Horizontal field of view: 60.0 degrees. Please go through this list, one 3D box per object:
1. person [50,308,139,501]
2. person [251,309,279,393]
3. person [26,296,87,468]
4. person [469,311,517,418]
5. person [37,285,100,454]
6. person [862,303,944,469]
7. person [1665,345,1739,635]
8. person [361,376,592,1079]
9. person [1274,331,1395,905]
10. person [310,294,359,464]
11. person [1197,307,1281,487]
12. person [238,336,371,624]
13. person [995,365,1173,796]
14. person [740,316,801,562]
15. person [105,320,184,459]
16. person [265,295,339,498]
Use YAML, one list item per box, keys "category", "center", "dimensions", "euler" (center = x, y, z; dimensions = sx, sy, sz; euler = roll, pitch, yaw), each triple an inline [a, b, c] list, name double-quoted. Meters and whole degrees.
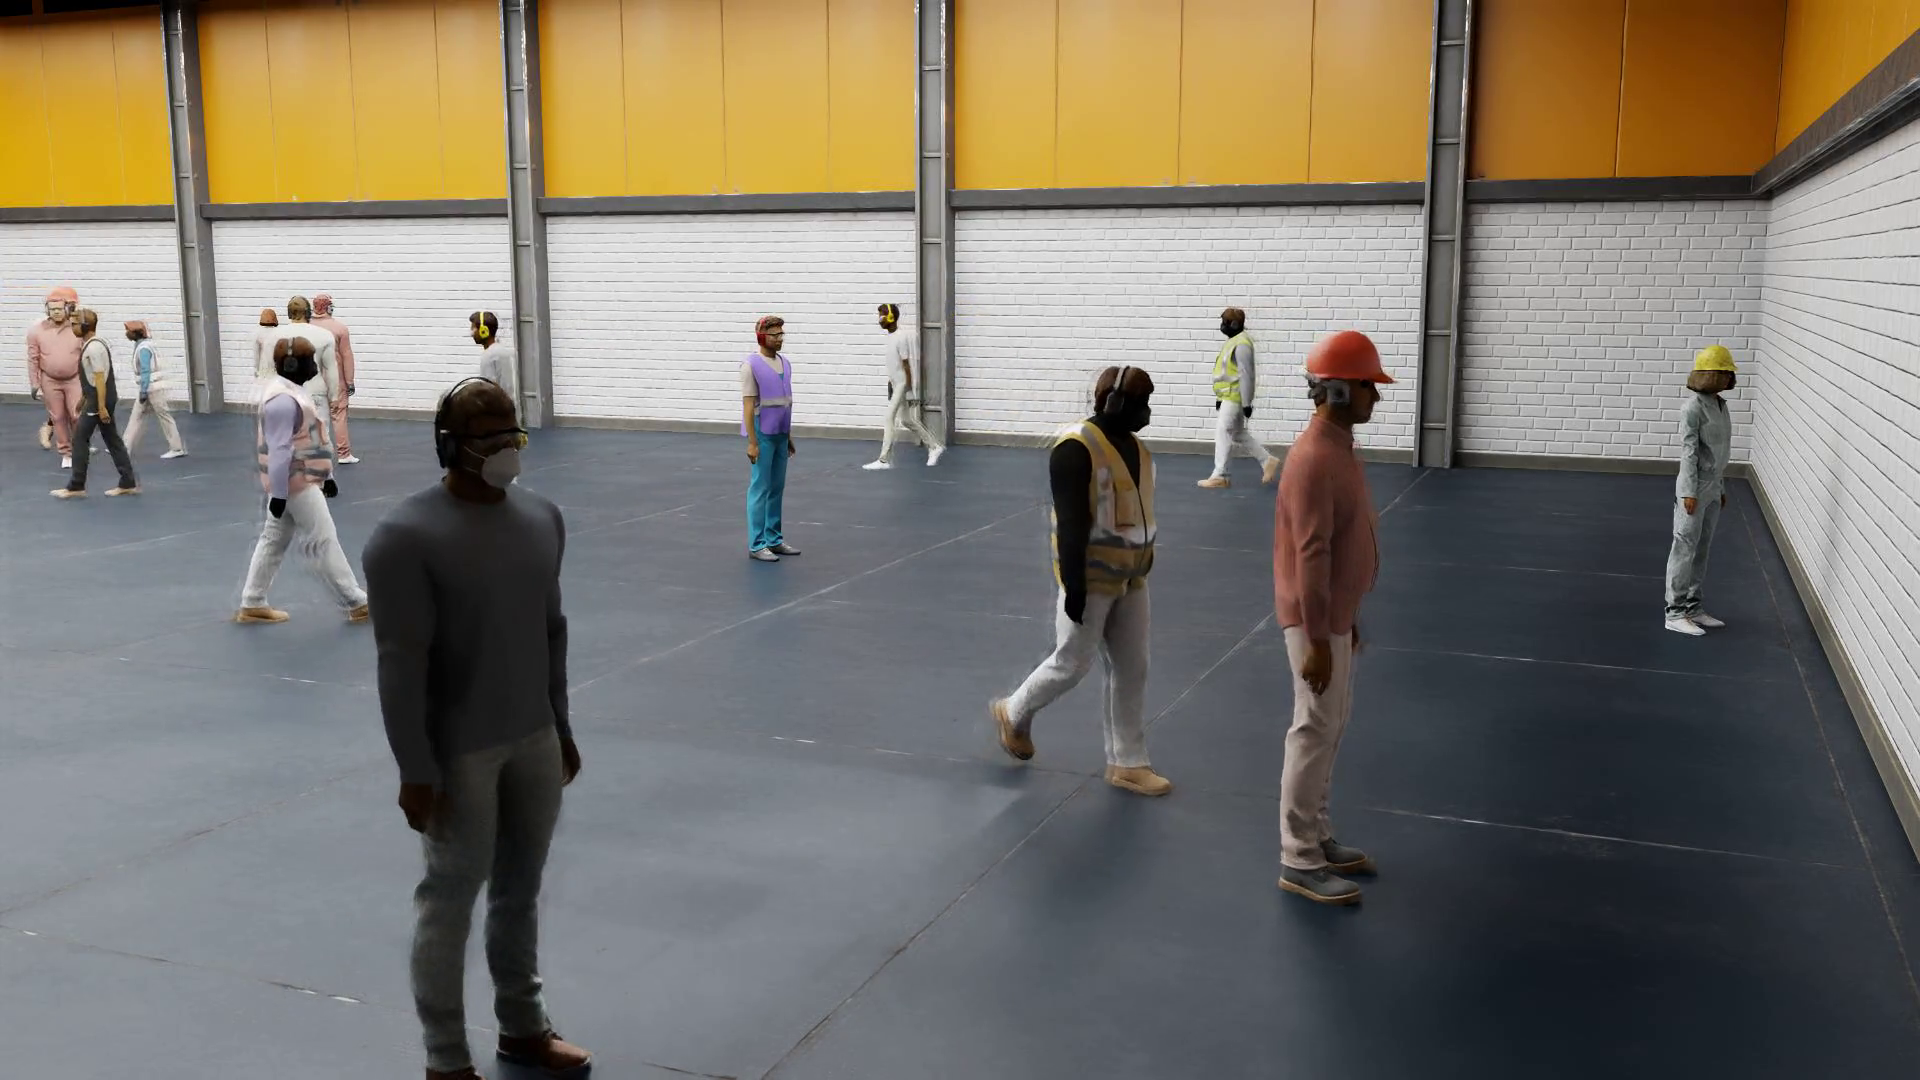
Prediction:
- category: "person"
  center: [-8.305, -1.279, 15.791]
  dimensions: [0.853, 1.813, 0.534]
  euler: [-3, 10, -19]
- category: "person"
  center: [-9.436, -2.352, 22.824]
  dimensions: [0.499, 1.634, 0.279]
  euler: [-3, 10, -20]
- category: "person"
  center: [-9.825, -1.719, 18.200]
  dimensions: [0.659, 1.887, 0.447]
  euler: [-4, 10, -25]
- category: "person"
  center: [-3.895, -0.996, 13.966]
  dimensions: [0.413, 1.848, 0.506]
  euler: [1, 9, 7]
- category: "person"
  center: [-10.681, -2.019, 19.738]
  dimensions: [0.978, 2.008, 0.620]
  euler: [4, 10, 21]
- category: "person"
  center: [-0.598, -1.679, 18.222]
  dimensions: [0.919, 1.822, 0.582]
  euler: [-3, 10, -17]
- category: "person"
  center: [4.519, -0.305, 10.091]
  dimensions: [0.484, 1.744, 0.295]
  euler: [-9, 13, -44]
- category: "person"
  center: [-1.260, 0.538, 4.401]
  dimensions: [0.354, 1.938, 0.637]
  euler: [6, 11, 30]
- category: "person"
  center: [1.298, 0.267, 5.882]
  dimensions: [0.389, 1.989, 0.659]
  euler: [3, 10, 19]
- category: "person"
  center: [-7.065, -1.790, 18.596]
  dimensions: [0.641, 1.908, 0.407]
  euler: [1, 9, 4]
- category: "person"
  center: [2.821, -1.422, 16.660]
  dimensions: [0.781, 1.817, 0.623]
  euler: [1, 9, 4]
- category: "person"
  center: [-4.047, -0.356, 10.268]
  dimensions: [0.950, 1.795, 0.638]
  euler: [-3, 10, -20]
- category: "person"
  center: [0.547, 0.154, 7.116]
  dimensions: [0.811, 1.815, 0.636]
  euler: [8, 13, 42]
- category: "person"
  center: [-1.456, -0.770, 12.595]
  dimensions: [0.379, 1.844, 0.570]
  euler: [4, 10, 25]
- category: "person"
  center: [-9.338, -1.699, 18.958]
  dimensions: [0.881, 1.586, 0.538]
  euler: [-7, 11, -35]
- category: "person"
  center: [-6.255, -1.354, 15.866]
  dimensions: [0.630, 1.936, 0.369]
  euler: [-2, 10, -13]
